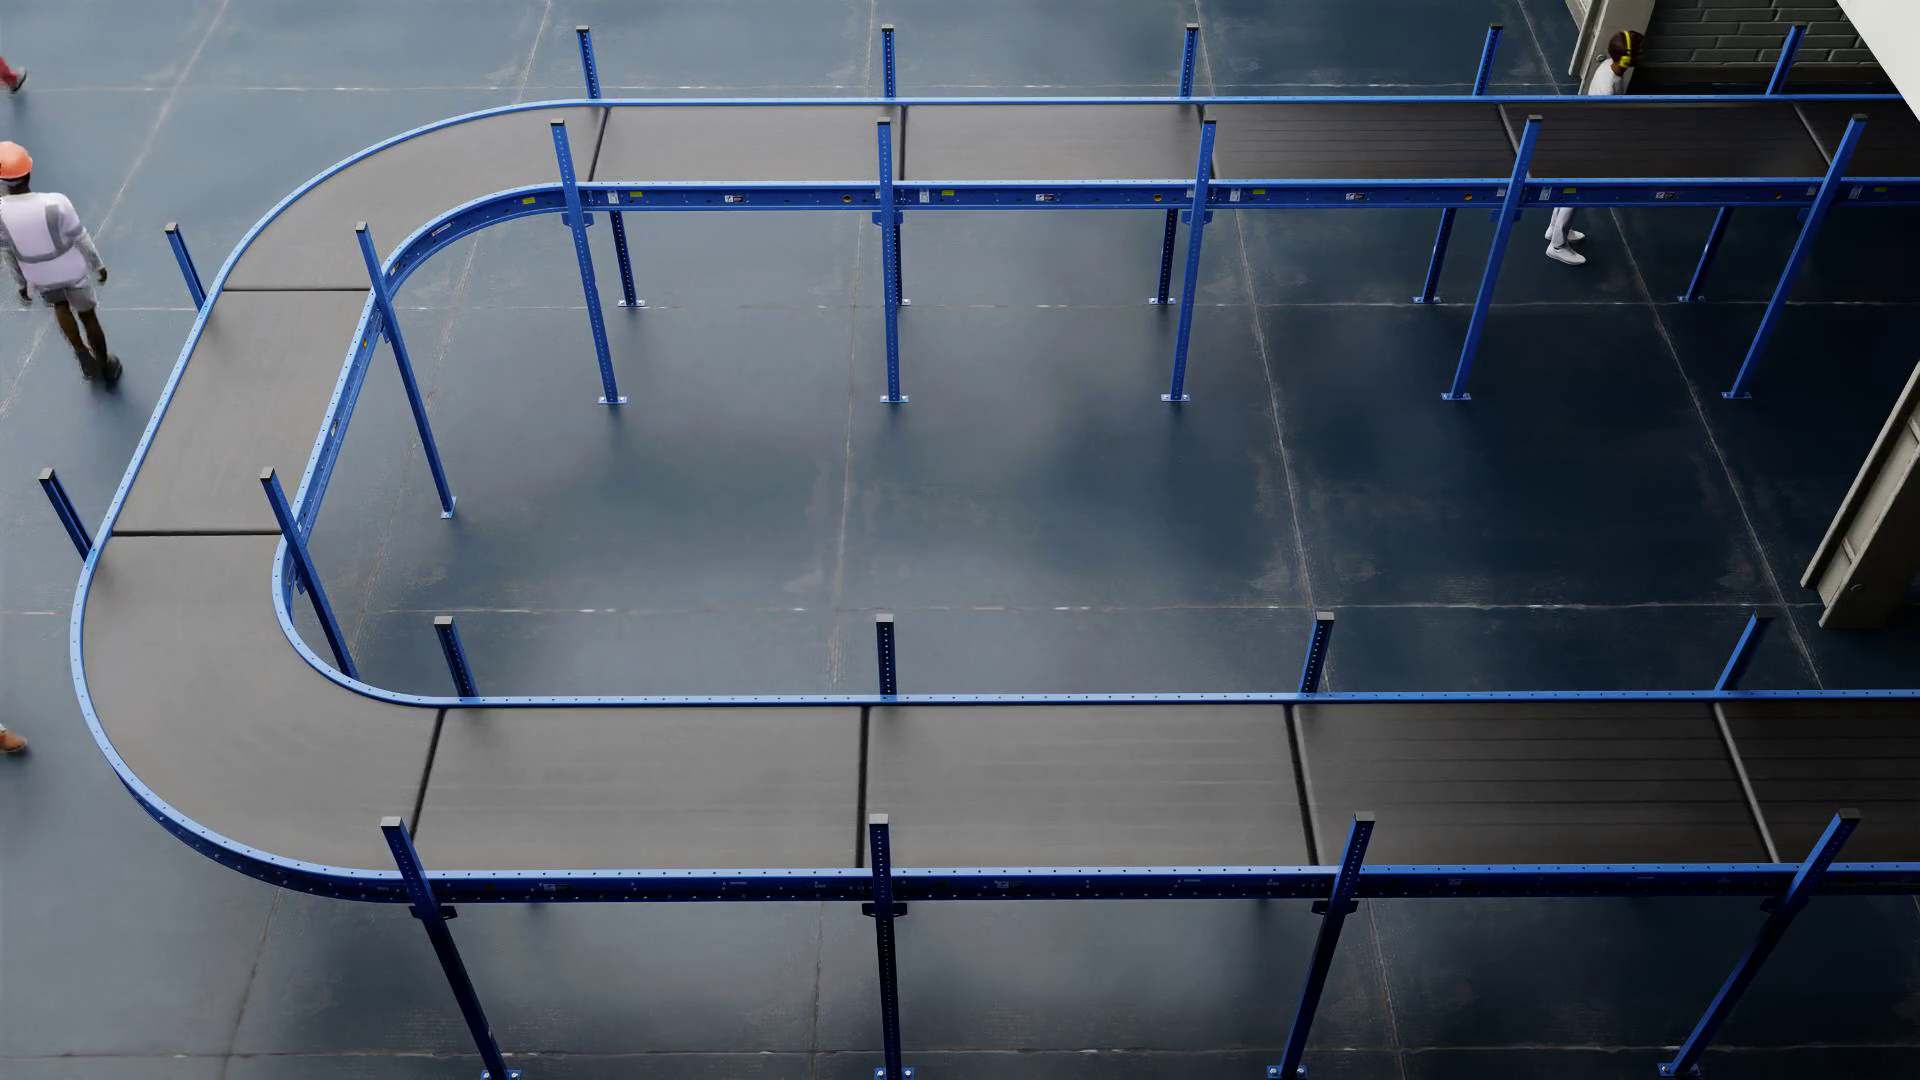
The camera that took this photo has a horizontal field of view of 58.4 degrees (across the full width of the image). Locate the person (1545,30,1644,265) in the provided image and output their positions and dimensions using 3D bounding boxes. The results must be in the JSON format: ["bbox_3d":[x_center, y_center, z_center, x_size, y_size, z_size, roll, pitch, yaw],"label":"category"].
[{"bbox_3d":[4.707,-2.922,12.723,0.328,1.877,0.514,10,48,10],"label":"person"}]

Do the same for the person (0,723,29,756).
[{"bbox_3d":[-5.959,0.405,9.633,1.046,1.865,0.697,20,50,18],"label":"person"}]

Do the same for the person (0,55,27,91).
[{"bbox_3d":[-8.216,-4.292,14.105,0.532,1.722,0.865,-6,47,-6],"label":"person"}]

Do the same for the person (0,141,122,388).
[{"bbox_3d":[-6.145,-1.865,11.706,0.566,1.916,0.443,-10,48,-9],"label":"person"}]
